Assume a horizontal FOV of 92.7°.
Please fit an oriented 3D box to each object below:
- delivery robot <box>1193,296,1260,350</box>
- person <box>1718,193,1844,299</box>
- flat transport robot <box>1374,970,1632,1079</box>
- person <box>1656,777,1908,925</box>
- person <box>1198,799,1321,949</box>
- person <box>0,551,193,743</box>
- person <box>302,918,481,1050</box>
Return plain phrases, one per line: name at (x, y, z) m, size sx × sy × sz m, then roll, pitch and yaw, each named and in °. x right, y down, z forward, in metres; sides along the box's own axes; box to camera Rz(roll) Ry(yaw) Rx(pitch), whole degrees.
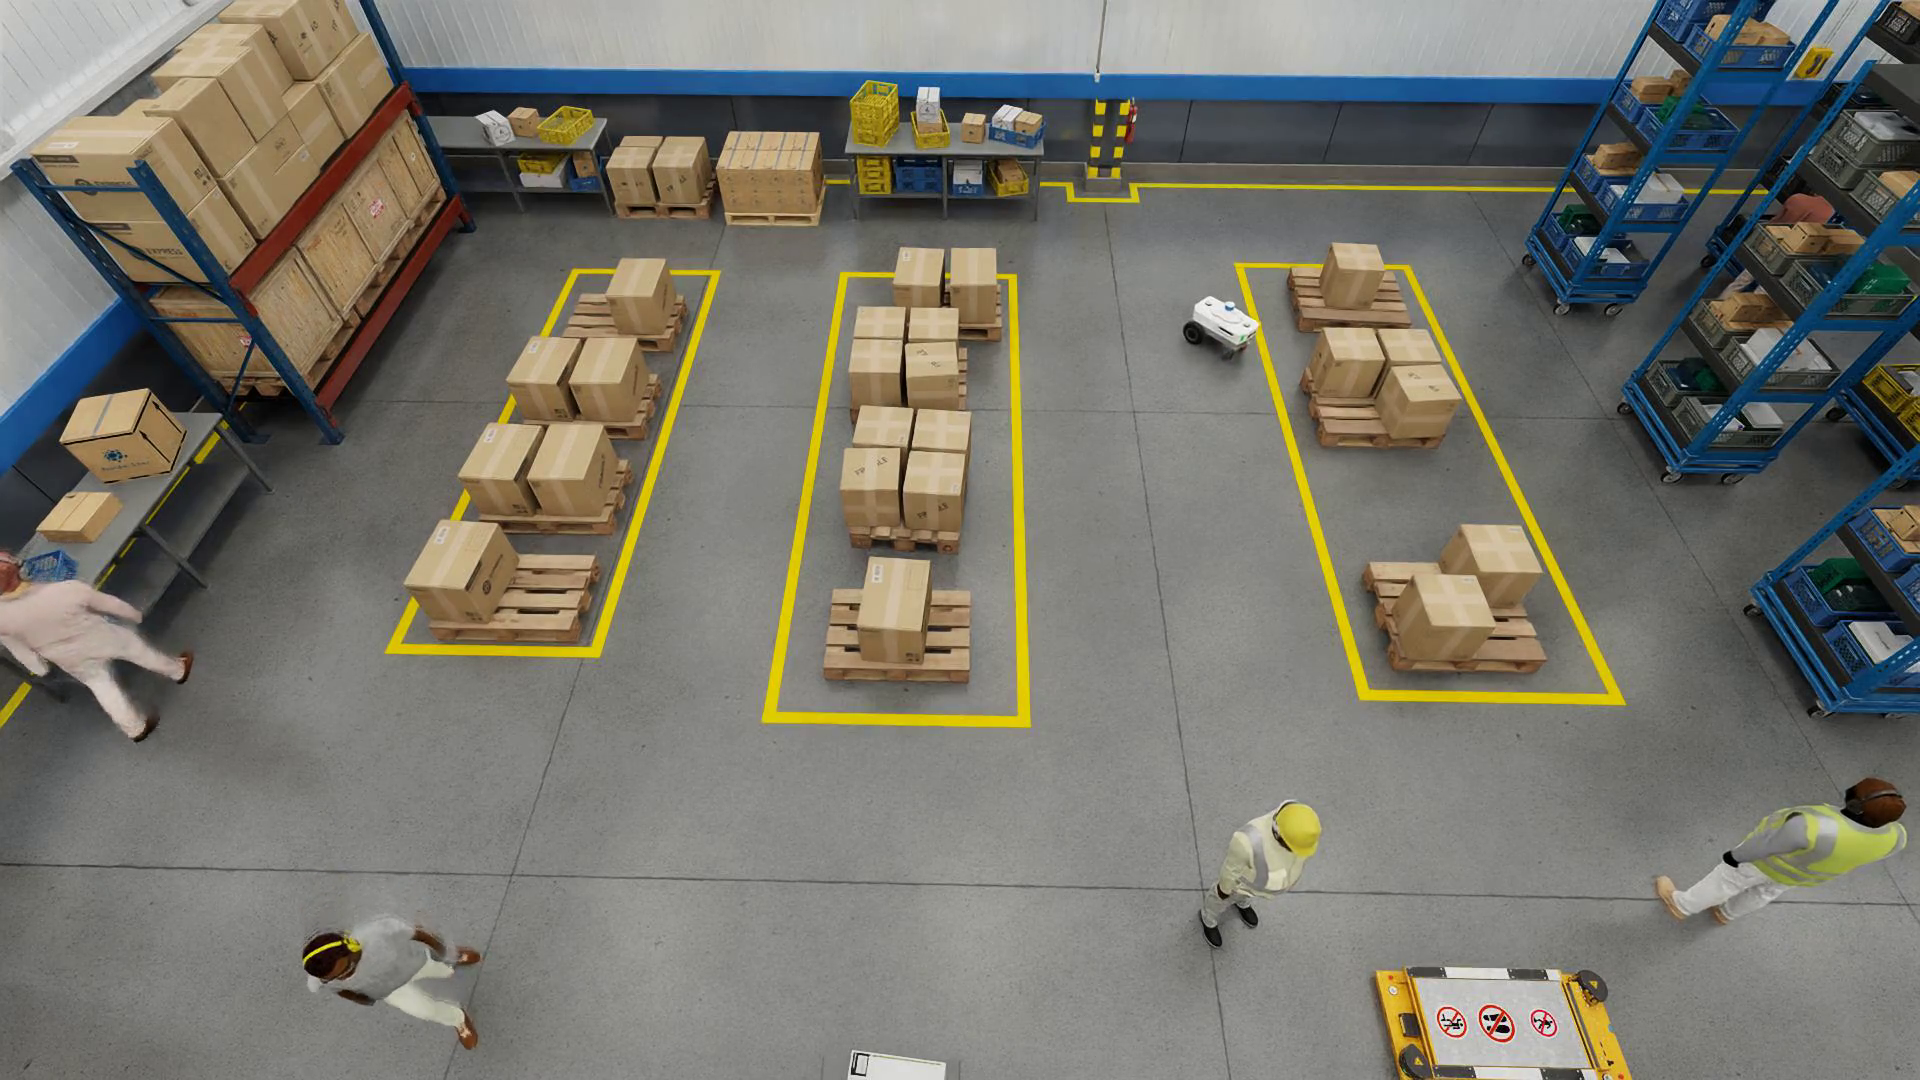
delivery robot at (2.957, -2.429, 10.208) m, size 0.477 × 0.478 × 0.707 m, roll -36°, pitch 59°, yaw -26°
person at (8.827, -3.036, 9.853) m, size 0.409 × 1.980 × 0.622 m, roll -20°, pitch 53°, yaw -15°
flat transport robot at (3.501, 3.133, 5.914) m, size 1.431 × 0.197 × 0.652 m, roll 1°, pitch 51°, yaw 1°
person at (5.231, 2.008, 5.831) m, size 0.629 × 1.835 × 0.428 m, roll 3°, pitch 51°, yaw 2°
person at (1.887, 2.086, 5.774) m, size 0.589 × 1.822 × 0.403 m, roll -19°, pitch 53°, yaw -15°
person at (-6.527, 0.714, 6.875) m, size 0.694 × 1.860 × 0.856 m, roll -22°, pitch 54°, yaw -17°
person at (-3.350, 2.502, 5.435) m, size 0.665 × 1.835 × 0.541 m, roll 35°, pitch 59°, yaw 25°
